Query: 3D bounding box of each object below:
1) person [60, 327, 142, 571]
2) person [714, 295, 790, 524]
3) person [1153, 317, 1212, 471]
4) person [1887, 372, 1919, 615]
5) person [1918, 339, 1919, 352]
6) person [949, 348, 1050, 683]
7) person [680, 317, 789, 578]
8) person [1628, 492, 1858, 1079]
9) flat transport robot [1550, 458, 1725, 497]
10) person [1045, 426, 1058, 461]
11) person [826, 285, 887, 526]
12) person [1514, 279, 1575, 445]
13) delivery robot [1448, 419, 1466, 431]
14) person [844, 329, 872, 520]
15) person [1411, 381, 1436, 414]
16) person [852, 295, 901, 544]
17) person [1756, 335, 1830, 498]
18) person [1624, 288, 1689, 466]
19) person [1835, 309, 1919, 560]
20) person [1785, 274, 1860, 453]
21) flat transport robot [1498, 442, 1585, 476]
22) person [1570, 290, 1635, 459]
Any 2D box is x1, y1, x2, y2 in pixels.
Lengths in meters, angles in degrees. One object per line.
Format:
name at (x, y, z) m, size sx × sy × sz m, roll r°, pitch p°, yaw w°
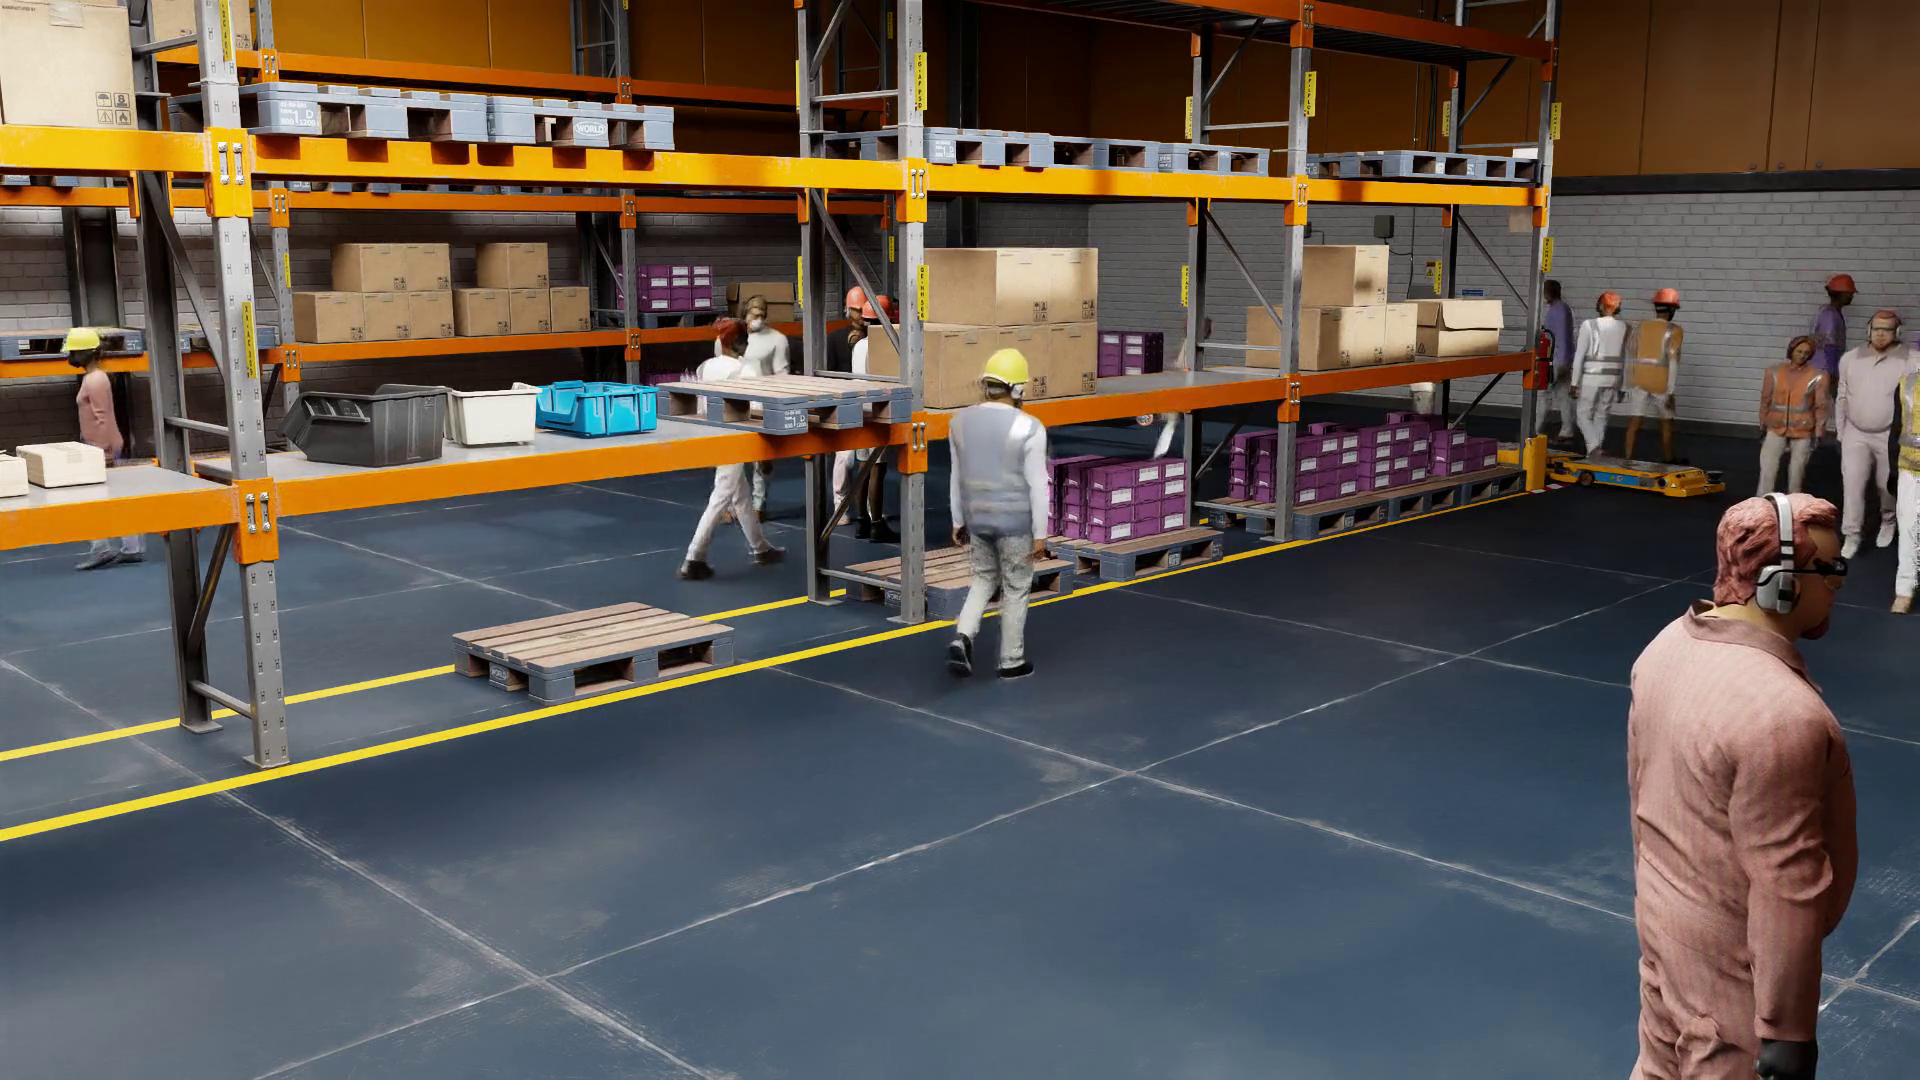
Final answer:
person at (-6.283, -0.656, 12.042) m, size 0.582 × 1.748 × 0.535 m, roll -5°, pitch 11°, yaw -23°
person at (-1.743, -1.071, 13.845) m, size 0.661 × 1.906 × 0.537 m, roll 0°, pitch 10°, yaw 3°
person at (2.257, -1.488, 17.009) m, size 0.607 × 1.591 × 0.521 m, roll -1°, pitch 10°, yaw -4°
person at (6.352, -0.451, 10.777) m, size 0.633 × 1.801 × 0.939 m, roll 8°, pitch 13°, yaw 39°
person at (8.789, -1.245, 14.769) m, size 0.406 × 1.924 × 0.563 m, roll -10°, pitch 14°, yaw -43°
person at (0.198, -0.107, 8.835) m, size 0.609 × 1.812 × 0.522 m, roll 7°, pitch 12°, yaw 33°
person at (-1.633, -0.662, 11.825) m, size 1.000 × 1.839 × 0.596 m, roll -10°, pitch 14°, yaw -44°
person at (1.594, 0.845, 3.401) m, size 0.405 × 1.906 × 0.653 m, roll 0°, pitch 10°, yaw 2°
flat transport robot at (6.433, -0.615, 15.828) m, size 0.652 × 0.197 × 1.431 m, roll -7°, pitch 13°, yaw -35°
person at (0.798, -1.483, 16.386) m, size 0.625 × 1.814 × 0.908 m, roll 6°, pitch 12°, yaw 30°
person at (-0.831, -1.119, 13.870) m, size 0.616 × 1.993 × 0.395 m, roll -4°, pitch 11°, yaw -23°
person at (6.757, -2.045, 19.142) m, size 0.771 × 1.903 × 0.642 m, roll 4°, pitch 11°, yaw 22°
delivery robot at (5.070, -1.183, 17.893) m, size 0.477 × 0.478 × 0.707 m, roll -7°, pitch 13°, yaw -36°
person at (-0.845, -0.938, 13.869) m, size 0.502 × 1.633 × 0.280 m, roll 0°, pitch 10°, yaw 0°
person at (4.824, -1.529, 17.113) m, size 0.363 × 1.631 × 0.533 m, roll -3°, pitch 11°, yaw -15°
person at (-0.650, -0.946, 13.080) m, size 0.375 × 1.939 × 0.546 m, roll -5°, pitch 12°, yaw -26°
person at (6.700, -0.847, 13.448) m, size 0.535 × 1.589 × 0.848 m, roll 9°, pitch 13°, yaw 39°
person at (6.878, -1.531, 16.424) m, size 0.992 × 1.873 × 0.578 m, roll -7°, pitch 13°, yaw -35°
person at (6.955, -0.812, 12.576) m, size 0.644 × 1.871 × 0.933 m, roll 9°, pitch 14°, yaw 40°
person at (9.481, -1.910, 18.224) m, size 1.062 × 1.990 × 0.628 m, roll 7°, pitch 13°, yaw 35°
flat transport robot at (5.687, -0.845, 17.083) m, size 0.652 × 0.197 × 1.431 m, roll -4°, pitch 11°, yaw -22°
person at (6.438, -1.556, 16.637) m, size 0.635 × 1.856 × 0.609 m, roll 0°, pitch 10°, yaw -2°
